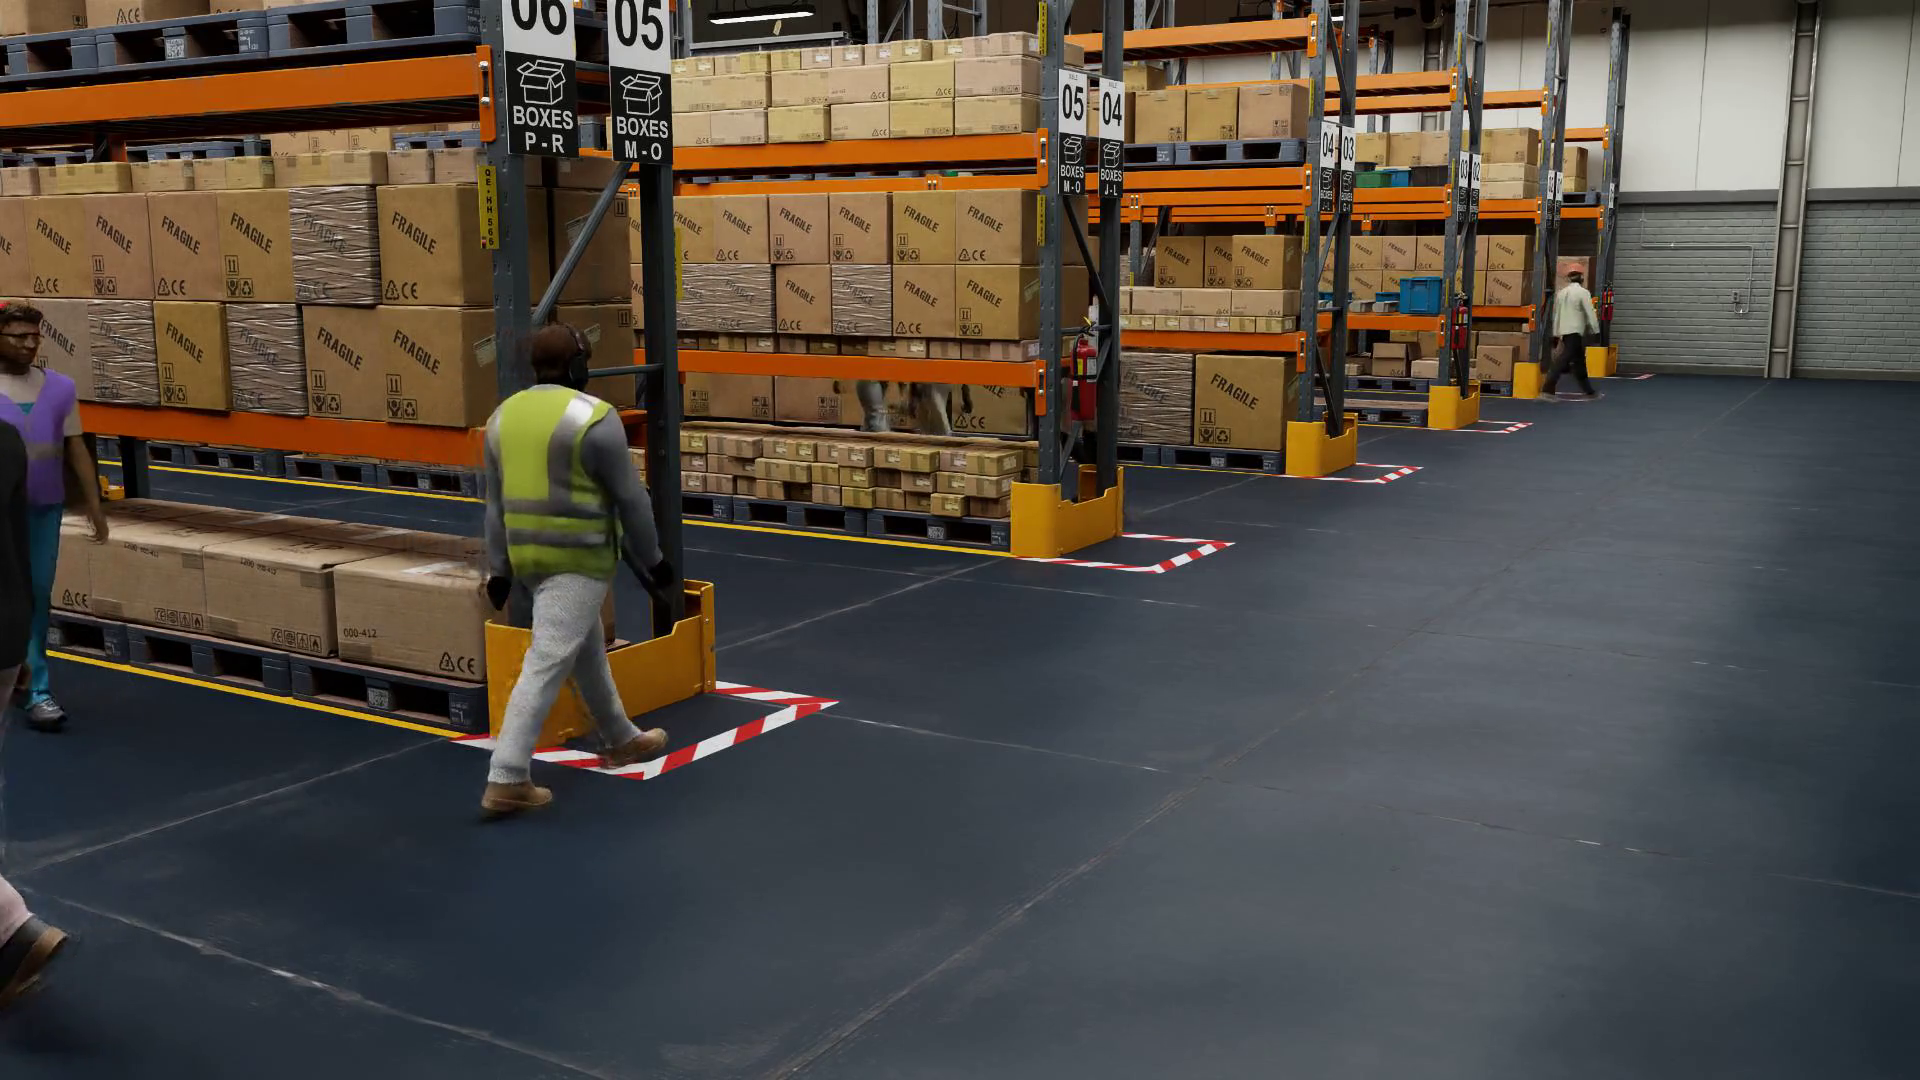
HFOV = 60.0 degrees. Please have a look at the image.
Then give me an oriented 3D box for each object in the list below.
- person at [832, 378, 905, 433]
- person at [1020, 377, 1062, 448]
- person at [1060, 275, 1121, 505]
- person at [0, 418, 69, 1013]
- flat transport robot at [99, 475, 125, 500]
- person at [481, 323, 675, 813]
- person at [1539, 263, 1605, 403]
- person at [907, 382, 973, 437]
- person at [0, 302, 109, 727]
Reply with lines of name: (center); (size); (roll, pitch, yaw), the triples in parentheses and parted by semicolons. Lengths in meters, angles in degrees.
person: (-0.863, -1.518, 15.314); (0.652, 1.884, 1.012); (-9, 13, -42)
person: (0.808, -1.515, 14.855); (0.702, 2.000, 0.709); (-4, 10, -20)
person: (1.022, -1.195, 13.242); (0.637, 1.947, 0.559); (-5, 11, -26)
person: (-2.664, 0.306, 4.450); (0.745, 1.959, 0.630); (4, 10, 22)
flat transport robot: (-7.510, -0.375, 13.355); (0.652, 0.197, 1.431); (6, 11, 30)
person: (-1.490, 0.087, 6.258); (0.627, 1.791, 0.999); (7, 12, 37)
person: (8.511, -2.862, 23.067); (1.038, 1.935, 0.701); (-2, 10, -10)
person: (-0.077, -1.180, 13.483); (0.887, 1.833, 0.560); (6, 12, 34)
person: (-3.991, -0.106, 7.216); (0.717, 1.822, 0.600); (6, 11, 31)
